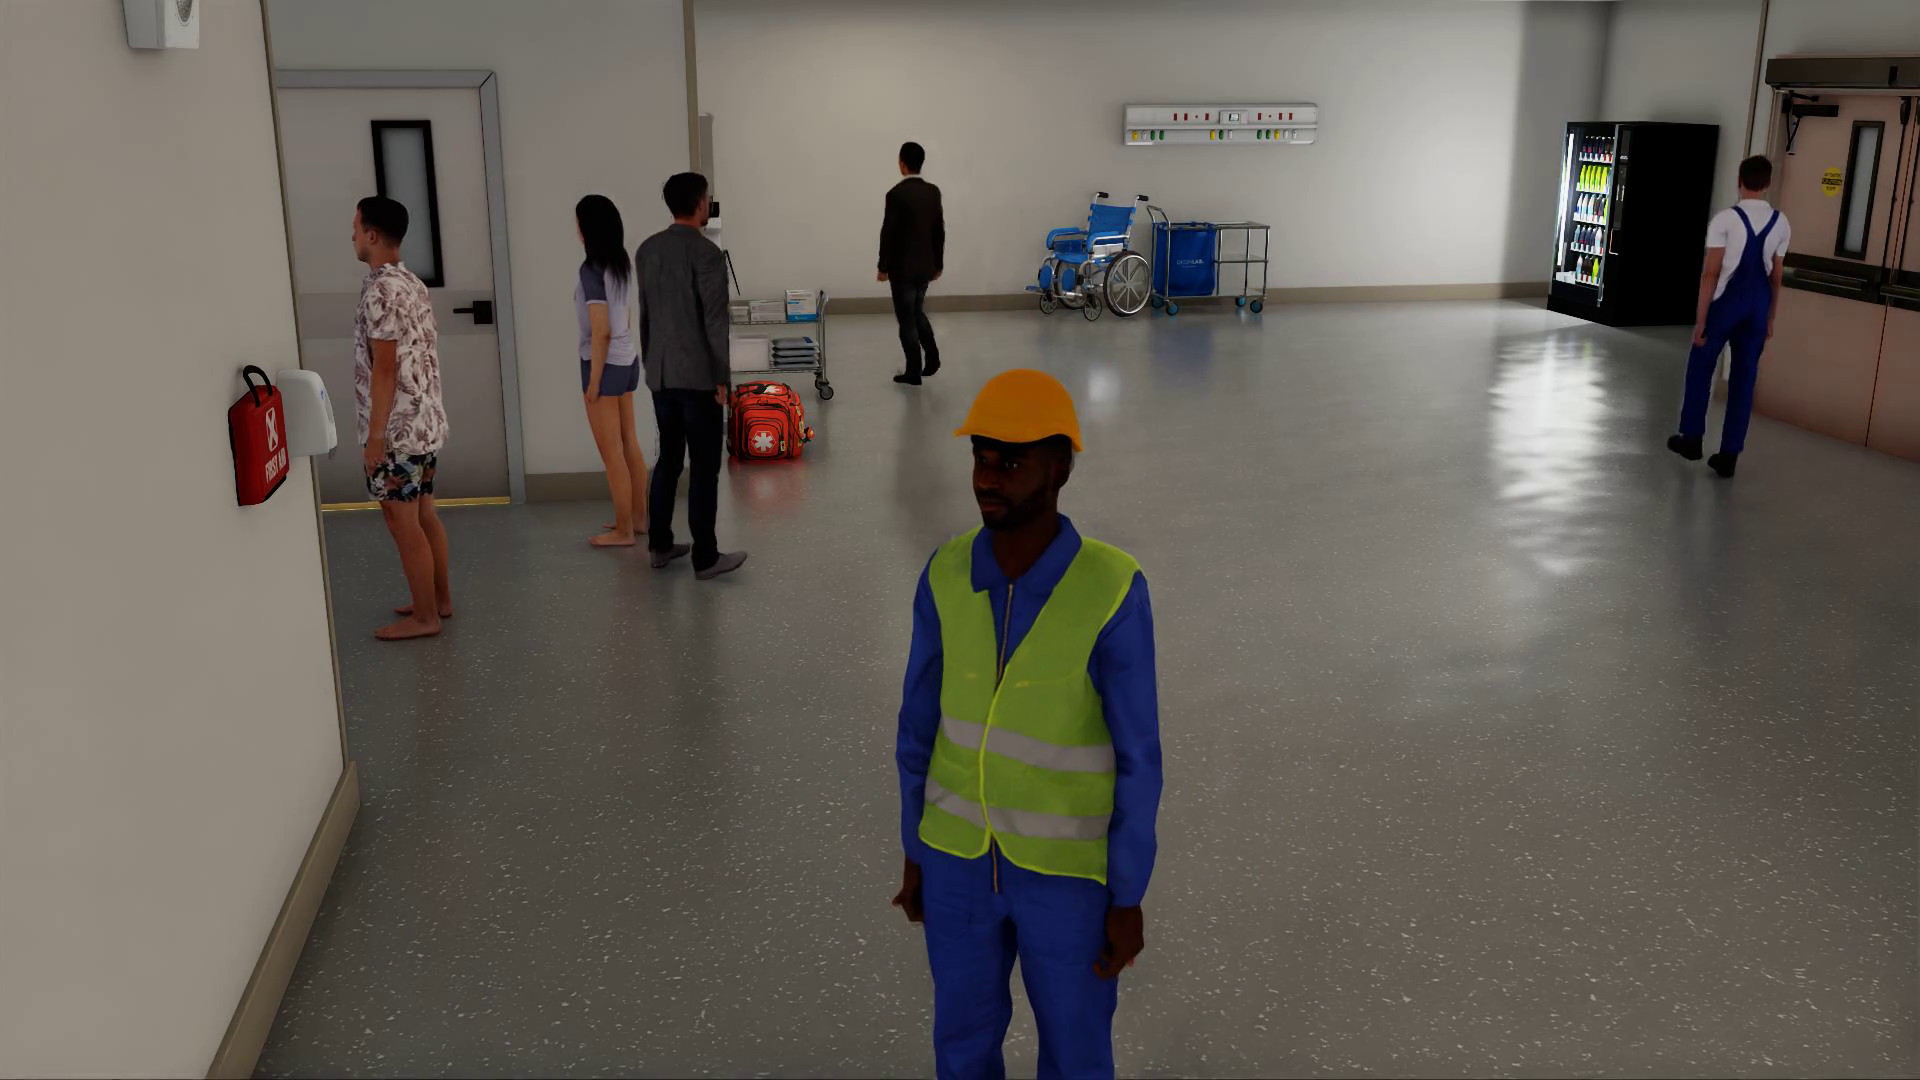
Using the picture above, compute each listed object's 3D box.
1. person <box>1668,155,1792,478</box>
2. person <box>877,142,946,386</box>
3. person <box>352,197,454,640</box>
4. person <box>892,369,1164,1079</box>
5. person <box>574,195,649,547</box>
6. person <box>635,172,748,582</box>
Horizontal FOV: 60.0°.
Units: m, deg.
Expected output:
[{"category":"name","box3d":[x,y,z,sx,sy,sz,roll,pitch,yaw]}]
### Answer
[{"category":"person","box3d":[4.524,-1.273,9.622,0.803,1.829,0.965,1,16,4]},{"category":"person","box3d":[-0.305,-2.032,12.383,0.861,1.791,0.824,15,21,42]},{"category":"person","box3d":[-2.314,-0.505,6.921,0.773,1.816,0.569,0,16,0]},{"category":"person","box3d":[0.124,0.580,3.079,0.752,1.812,0.781,8,18,27]},{"category":"person","box3d":[-1.739,-0.835,8.249,0.704,1.731,0.543,3,16,10]},{"category":"person","box3d":[-1.281,-0.762,7.738,0.777,1.866,0.831,11,19,35]}]
